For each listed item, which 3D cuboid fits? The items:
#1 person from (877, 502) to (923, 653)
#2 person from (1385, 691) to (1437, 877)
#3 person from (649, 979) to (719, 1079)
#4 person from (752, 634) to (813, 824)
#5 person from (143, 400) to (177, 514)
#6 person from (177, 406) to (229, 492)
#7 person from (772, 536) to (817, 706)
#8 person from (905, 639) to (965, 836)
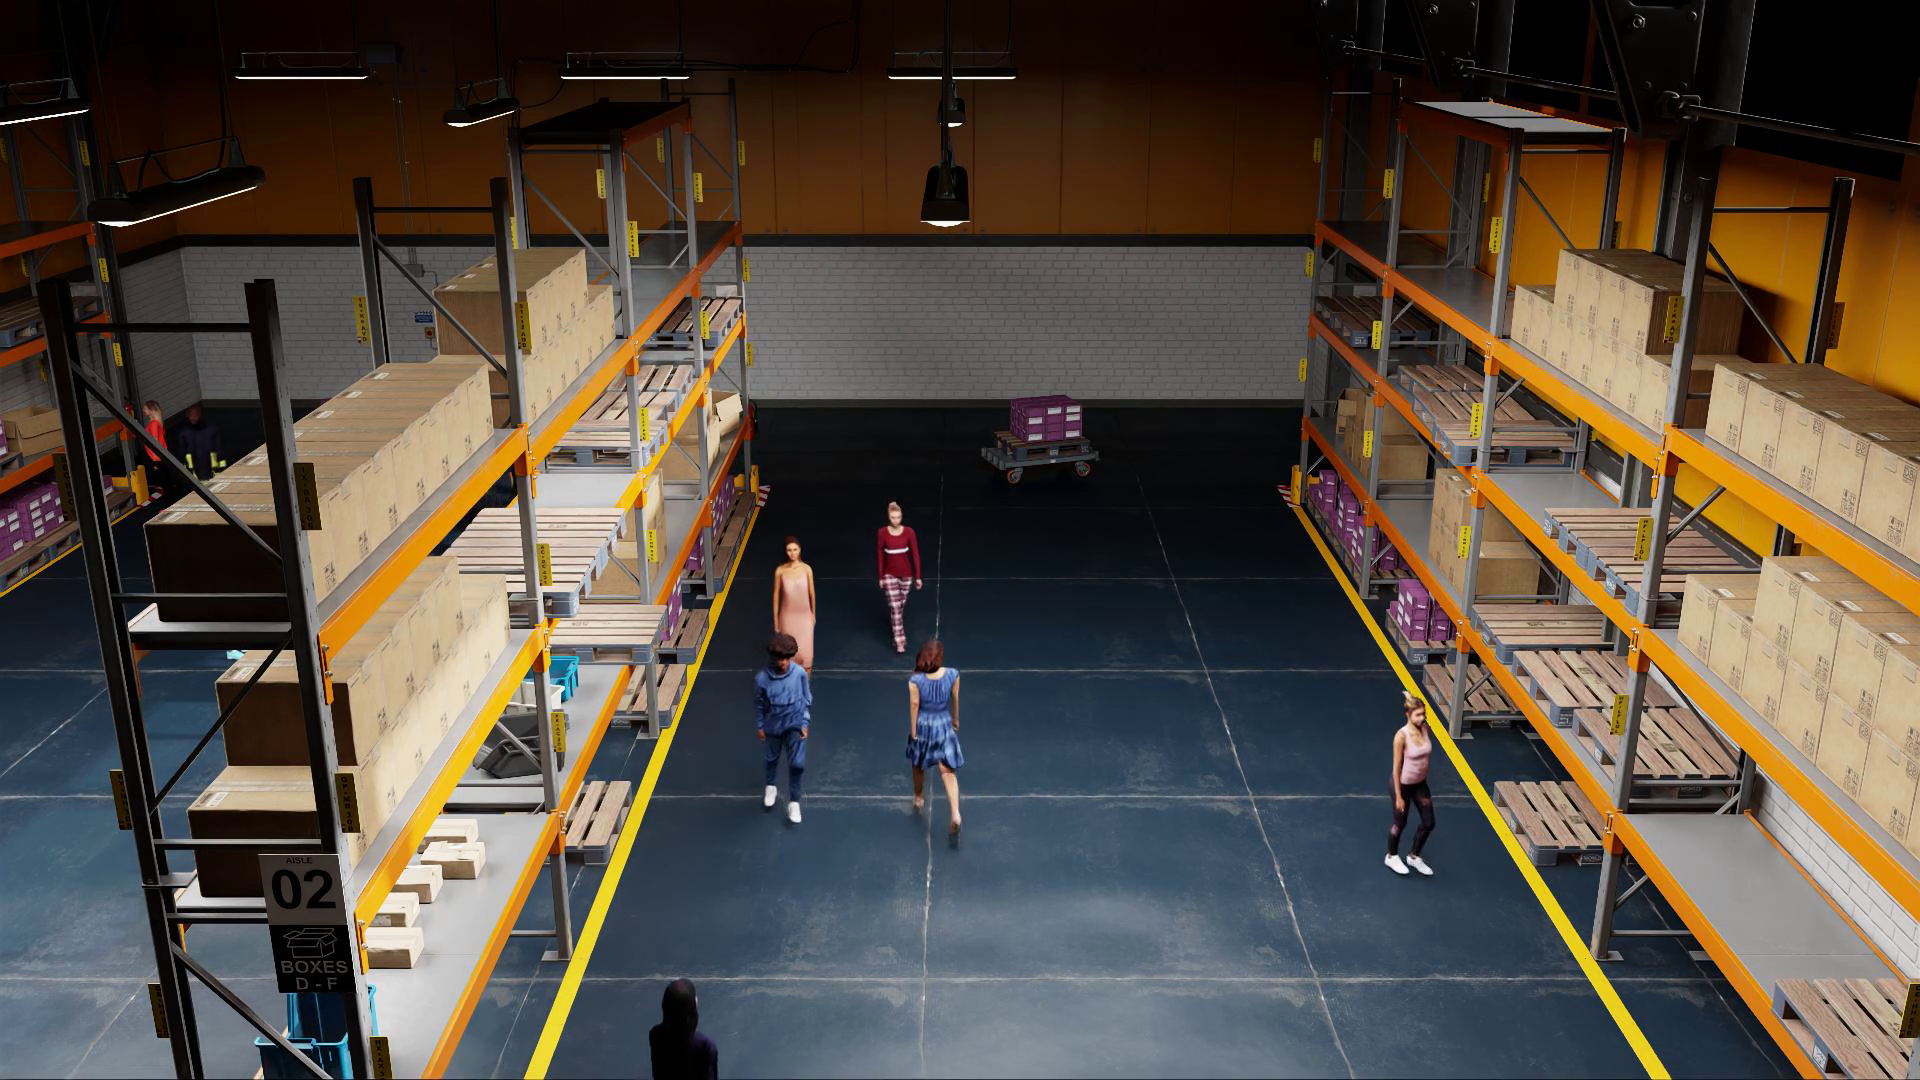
[{"bbox_3d":[-0.712,0.389,18.971,0.792,1.653,1.108,-4,19,-11],"label":"person"},{"bbox_3d":[3.744,2.045,14.089,0.724,1.631,0.777,-10,21,-28],"label":"person"},{"bbox_3d":[-1.663,3.440,9.860,0.860,1.686,1.160,6,20,17],"label":"person"},{"bbox_3d":[-1.601,1.638,15.092,0.800,1.762,1.012,-2,19,-5],"label":"person"},{"bbox_3d":[-11.269,-1.144,23.461,0.710,1.693,0.577,-7,20,-19],"label":"person"},{"bbox_3d":[-10.347,-0.980,22.792,0.877,1.809,1.031,-6,19,-16],"label":"person"},{"bbox_3d":[-1.734,0.809,17.471,0.648,1.814,0.753,-2,19,-6],"label":"person"},{"bbox_3d":[-0.193,1.777,14.668,0.866,1.768,1.211,-6,19,-16],"label":"person"}]
